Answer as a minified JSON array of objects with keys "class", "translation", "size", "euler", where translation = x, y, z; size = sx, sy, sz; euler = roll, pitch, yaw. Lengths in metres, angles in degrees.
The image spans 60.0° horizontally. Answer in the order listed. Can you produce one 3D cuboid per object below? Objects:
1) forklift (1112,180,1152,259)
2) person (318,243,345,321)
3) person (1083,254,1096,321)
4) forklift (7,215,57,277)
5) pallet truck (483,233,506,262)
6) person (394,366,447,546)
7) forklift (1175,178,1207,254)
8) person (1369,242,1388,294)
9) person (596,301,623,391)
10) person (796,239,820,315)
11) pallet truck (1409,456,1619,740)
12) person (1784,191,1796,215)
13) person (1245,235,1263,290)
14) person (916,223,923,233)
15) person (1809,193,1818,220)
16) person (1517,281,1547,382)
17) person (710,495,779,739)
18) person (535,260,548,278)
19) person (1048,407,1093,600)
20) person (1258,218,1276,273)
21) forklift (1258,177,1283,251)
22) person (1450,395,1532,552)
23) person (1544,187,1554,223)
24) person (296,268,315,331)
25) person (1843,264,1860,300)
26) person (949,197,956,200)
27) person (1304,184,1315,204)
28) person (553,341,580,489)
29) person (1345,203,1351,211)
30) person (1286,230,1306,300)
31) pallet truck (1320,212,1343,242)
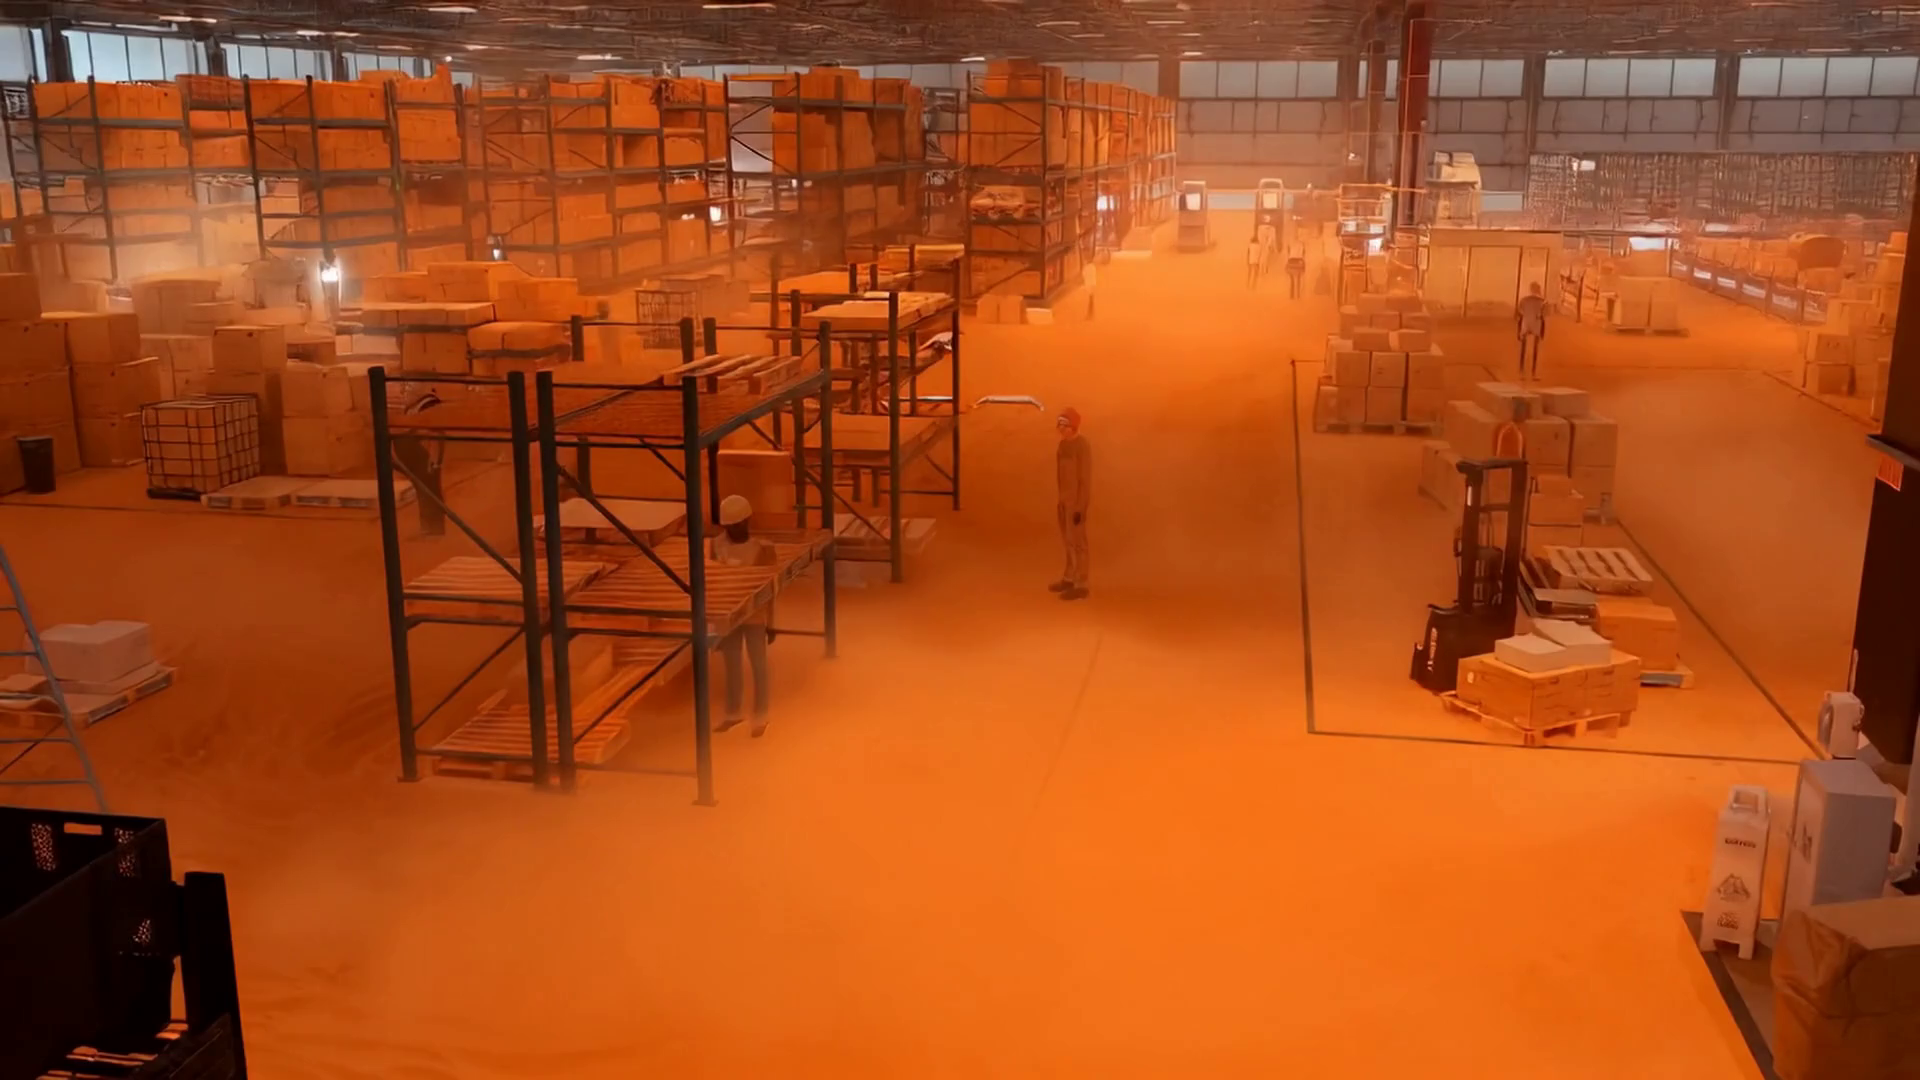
[{"class":"forklift","translation":[6.082,-11.722,60.796],"size":[1.873,2.768,1.129],"euler":[2,14,9]},{"class":"person","translation":[-15.474,-6.352,40.998],"size":[0.587,1.911,0.397],"euler":[-8,16,-29]},{"class":"person","translation":[3.212,-6.238,41.084],"size":[0.307,1.641,0.514],"euler":[0,14,2]},{"class":"forklift","translation":[-19.961,-5.607,35.969],"size":[1.873,2.768,1.129],"euler":[2,14,10]},{"class":"pallet truck","translation":[-11.832,-7.026,43.548],"size":[1.885,1.965,0.823],"euler":[8,16,28]},{"class":"person","translation":[-6.110,-0.955,18.807],"size":[0.538,2.000,0.685],"euler":[-10,17,-36]},{"class":"forklift","translation":[8.869,-12.395,63.530],"size":[1.129,2.768,1.873],"euler":[3,14,10]},{"class":"person","translation":[10.365,-6.429,41.284],"size":[0.553,1.921,0.547],"euler":[-9,17,-34]},{"class":"person","translation":[-5.704,-3.007,27.469],"size":[0.956,1.888,0.652],"euler":[-6,15,-25]},{"class":"person","translation":[-3.746,-6.399,41.001],"size":[0.612,1.997,0.376],"euler":[-4,15,-17]},{"class":"pallet truck","translation":[4.504,0.400,13.395],"size":[0.823,1.965,1.885],"euler":[-6,15,-23]},{"class":"person","translation":[40.456,-16.143,81.013],"size":[0.601,1.790,0.578],"euler":[9,17,33]},{"class":"person","translation":[8.695,-8.205,49.168],"size":[0.528,1.587,0.842],"euler":[1,14,6]},{"class":"person","translation":[-1.559,-11.031,60.132],"size":[0.634,1.841,0.429],"euler":[6,15,22]},{"class":"person","translation":[41.015,-15.911,80.047],"size":[0.997,1.788,0.600],"euler":[3,14,11]},{"class":"person","translation":[10.682,-3.890,31.071],"size":[0.513,1.875,0.328],"euler":[6,15,23]},{"class":"person","translation":[-1.672,0.587,12.795],"size":[0.585,1.921,0.383],"euler":[5,15,20]},{"class":"person","translation":[-9.823,-5.787,39.234],"size":[0.886,1.648,0.547],"euler":[-2,14,-8]},{"class":"person","translation":[1.123,-0.372,16.653],"size":[0.352,1.937,0.635],"euler":[-4,14,-15]},{"class":"person","translation":[10.101,-9.693,54.813],"size":[0.622,1.777,0.937],"euler":[0,14,2]},{"class":"forklift","translation":[12.083,-12.747,64.956],"size":[1.129,2.768,1.873],"euler":[3,14,10]},{"class":"person","translation":[5.865,-0.671,18.053],"size":[0.896,1.855,0.590],"euler":[2,14,9]},{"class":"person","translation":[28.179,-15.902,79.611],"size":[0.393,1.985,0.610],"euler":[-2,14,-9]},{"class":"person","translation":[-14.567,-5.208,36.913],"size":[0.437,1.626,0.530],"euler":[-11,17,-37]},{"class":"person","translation":[18.600,-4.773,34.601],"size":[0.875,1.908,0.548],"euler":[6,15,25]},{"class":"person","translation":[-0.409,-18.849,92.092],"size":[0.560,1.725,0.660],"euler":[-1,14,-3]},{"class":"person","translation":[18.100,-17.492,86.254],"size":[1.017,1.883,0.619],"euler":[3,14,12]},{"class":"person","translation":[-5.154,-1.629,21.795],"size":[0.376,1.932,0.646],"euler":[-2,14,-9]},{"class":"person","translation":[15.872,-12.829,67.668],"size":[0.801,1.719,0.531],"euler":[4,14,15]},{"class":"person","translation":[9.327,-7.635,46.198],"size":[0.549,1.911,0.890],"euler":[3,14,11]},{"class":"pallet truck","translation":[15.874,-13.227,70.310],"size":[0.680,1.201,1.601],"euler":[10,17,35]}]
